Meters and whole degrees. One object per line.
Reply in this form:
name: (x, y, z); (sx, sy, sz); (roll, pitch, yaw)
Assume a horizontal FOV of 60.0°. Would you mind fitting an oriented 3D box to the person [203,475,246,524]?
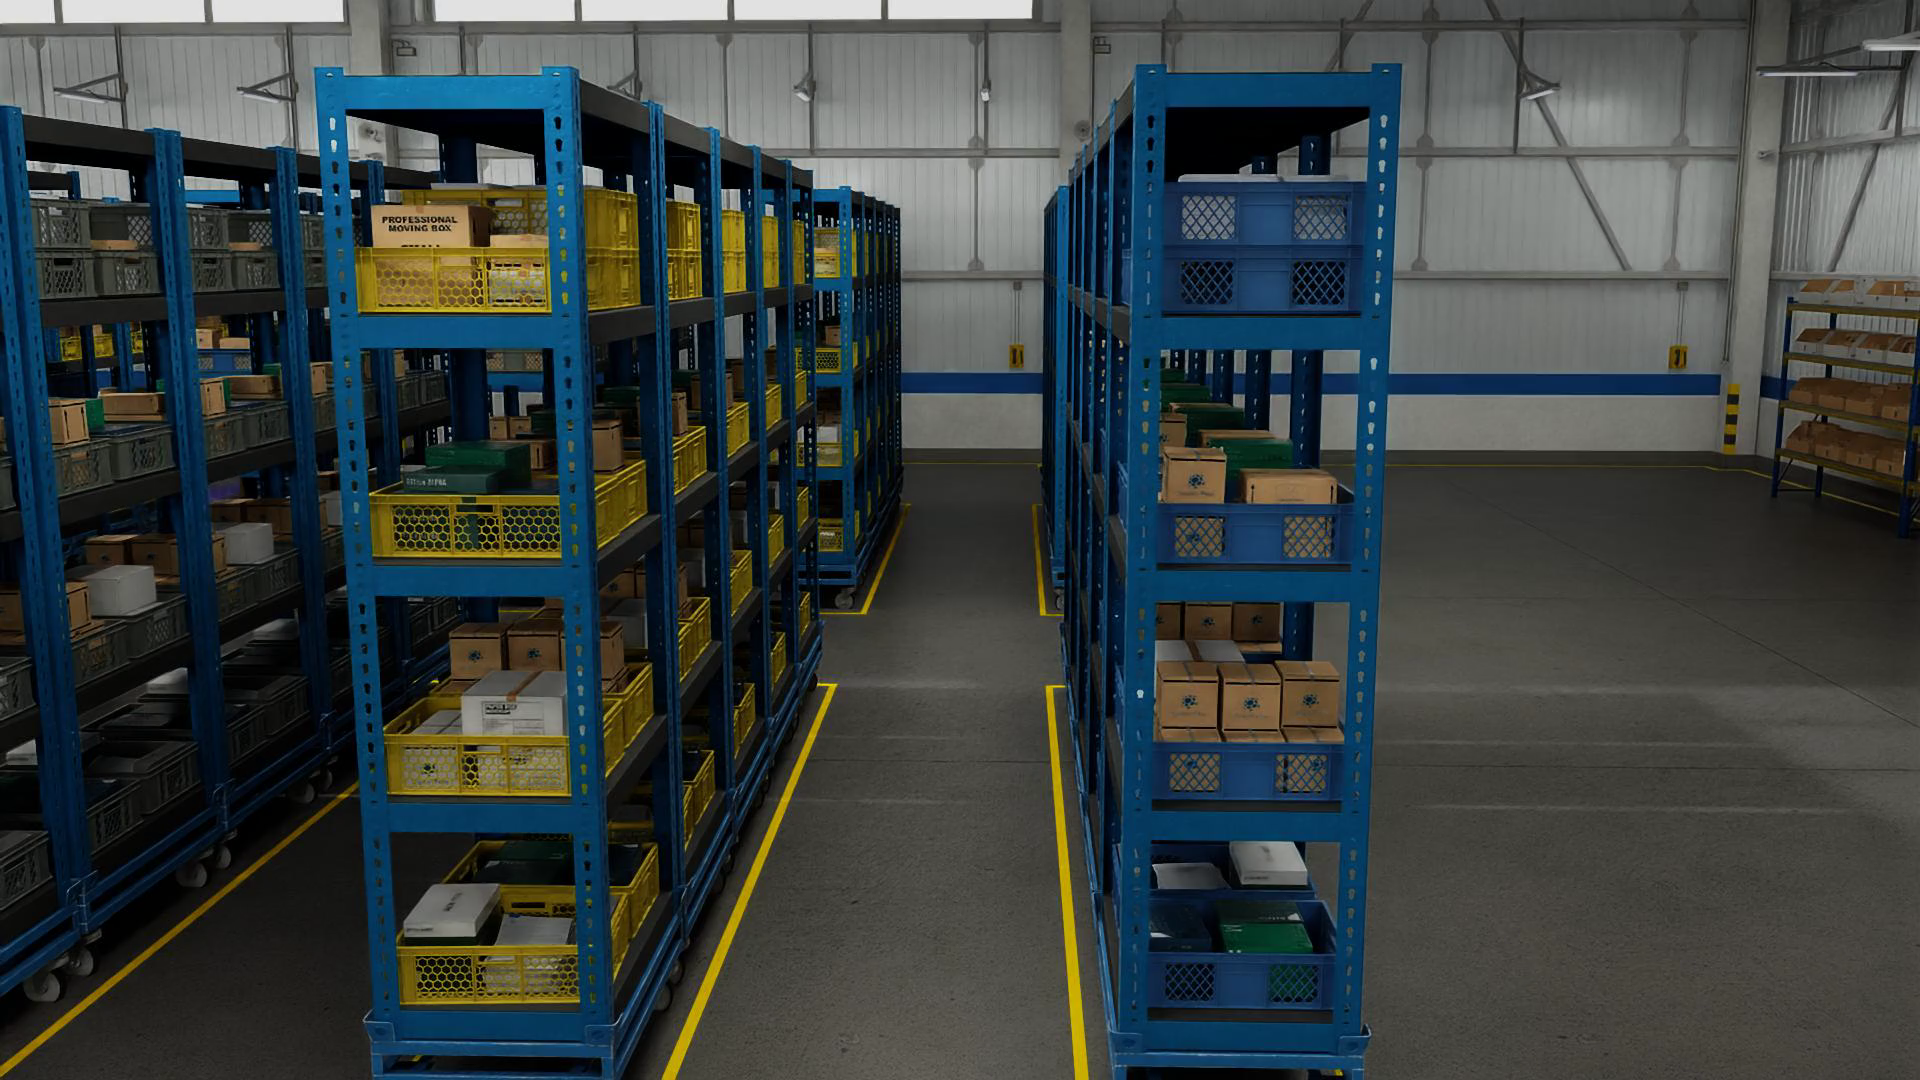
person: (-6.267, -0.237, 13.917); (0.827, 1.821, 0.577); (2, 10, 13)
